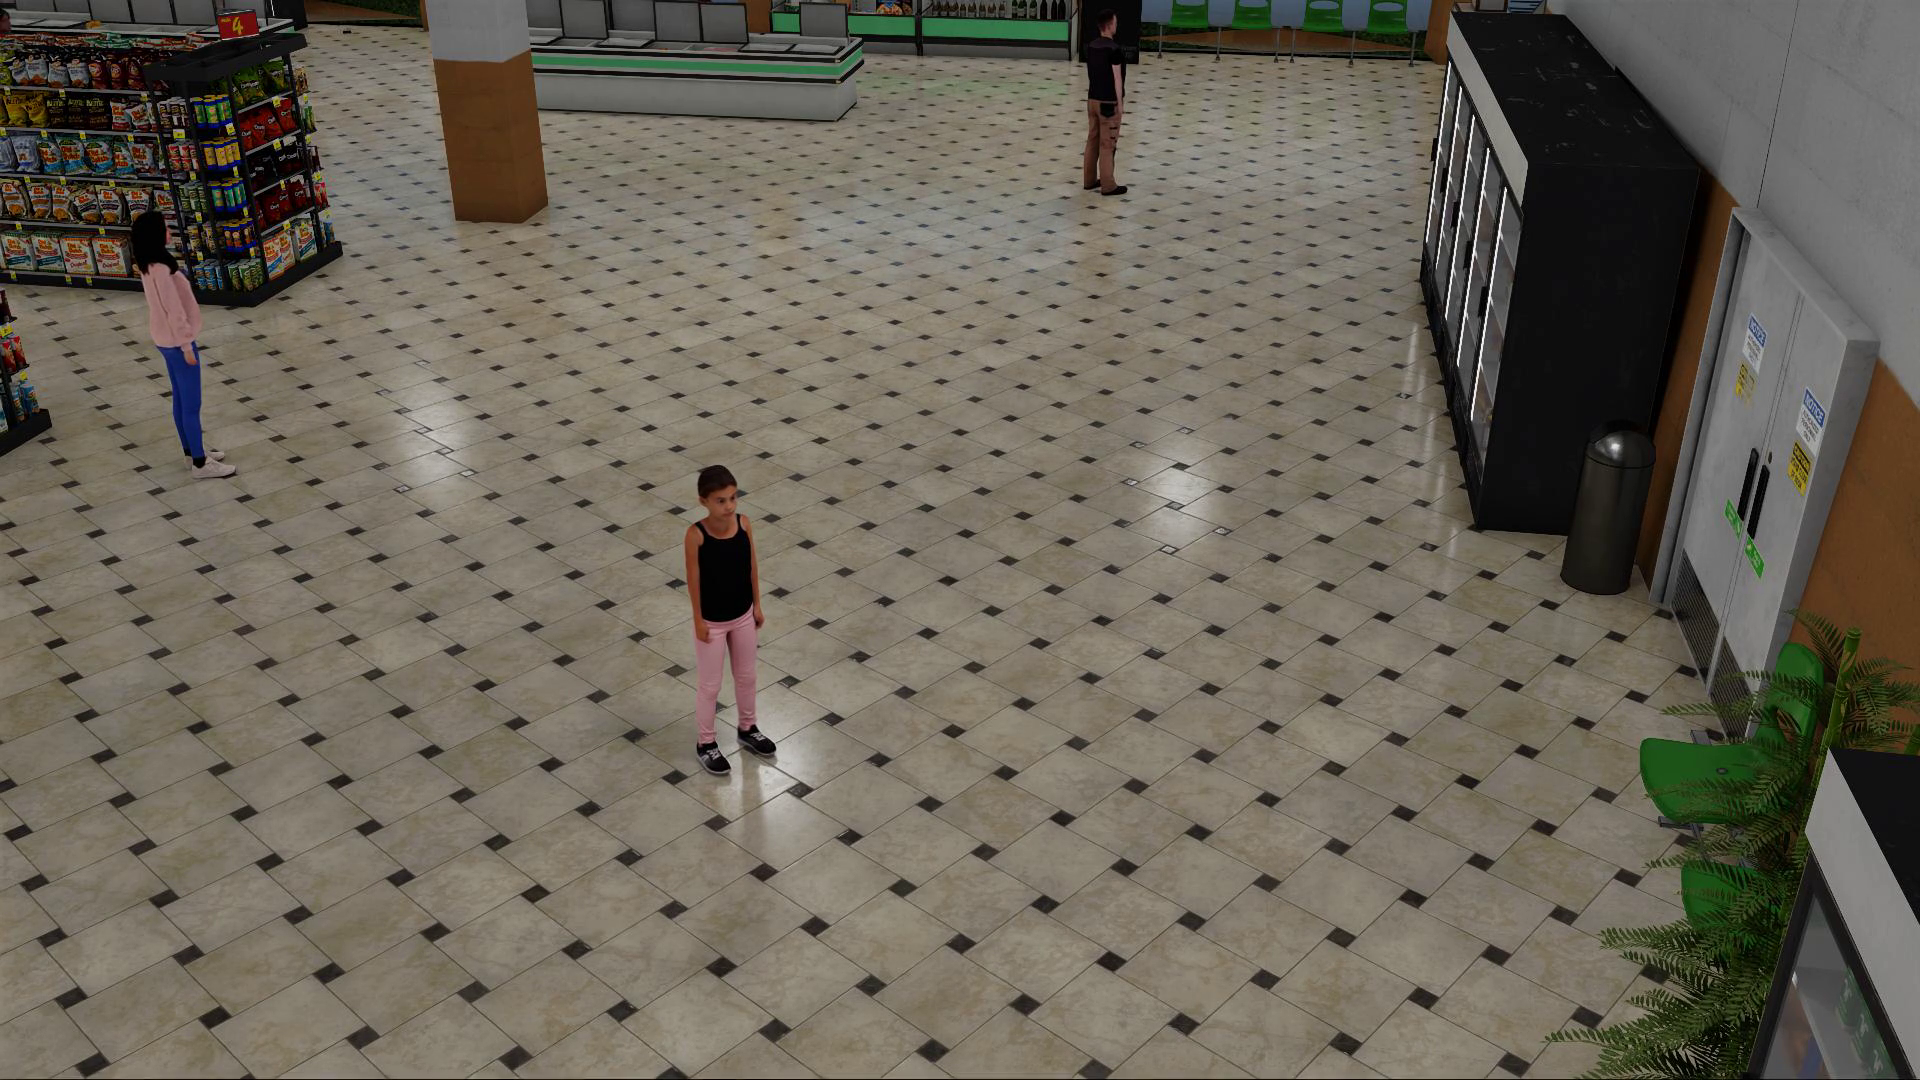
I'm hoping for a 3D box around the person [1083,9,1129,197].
[{"bbox_3d":[1.475,-4.502,17.078,0.819,1.841,0.770,-16,31,-29],"label":"person"}]

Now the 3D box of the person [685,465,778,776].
[{"bbox_3d":[-1.111,0.358,7.804,0.593,1.562,0.650,-19,32,-32],"label":"person"}]

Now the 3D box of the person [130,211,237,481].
[{"bbox_3d":[-5.074,-1.260,10.765,0.773,1.770,0.714,-17,32,-31],"label":"person"}]
